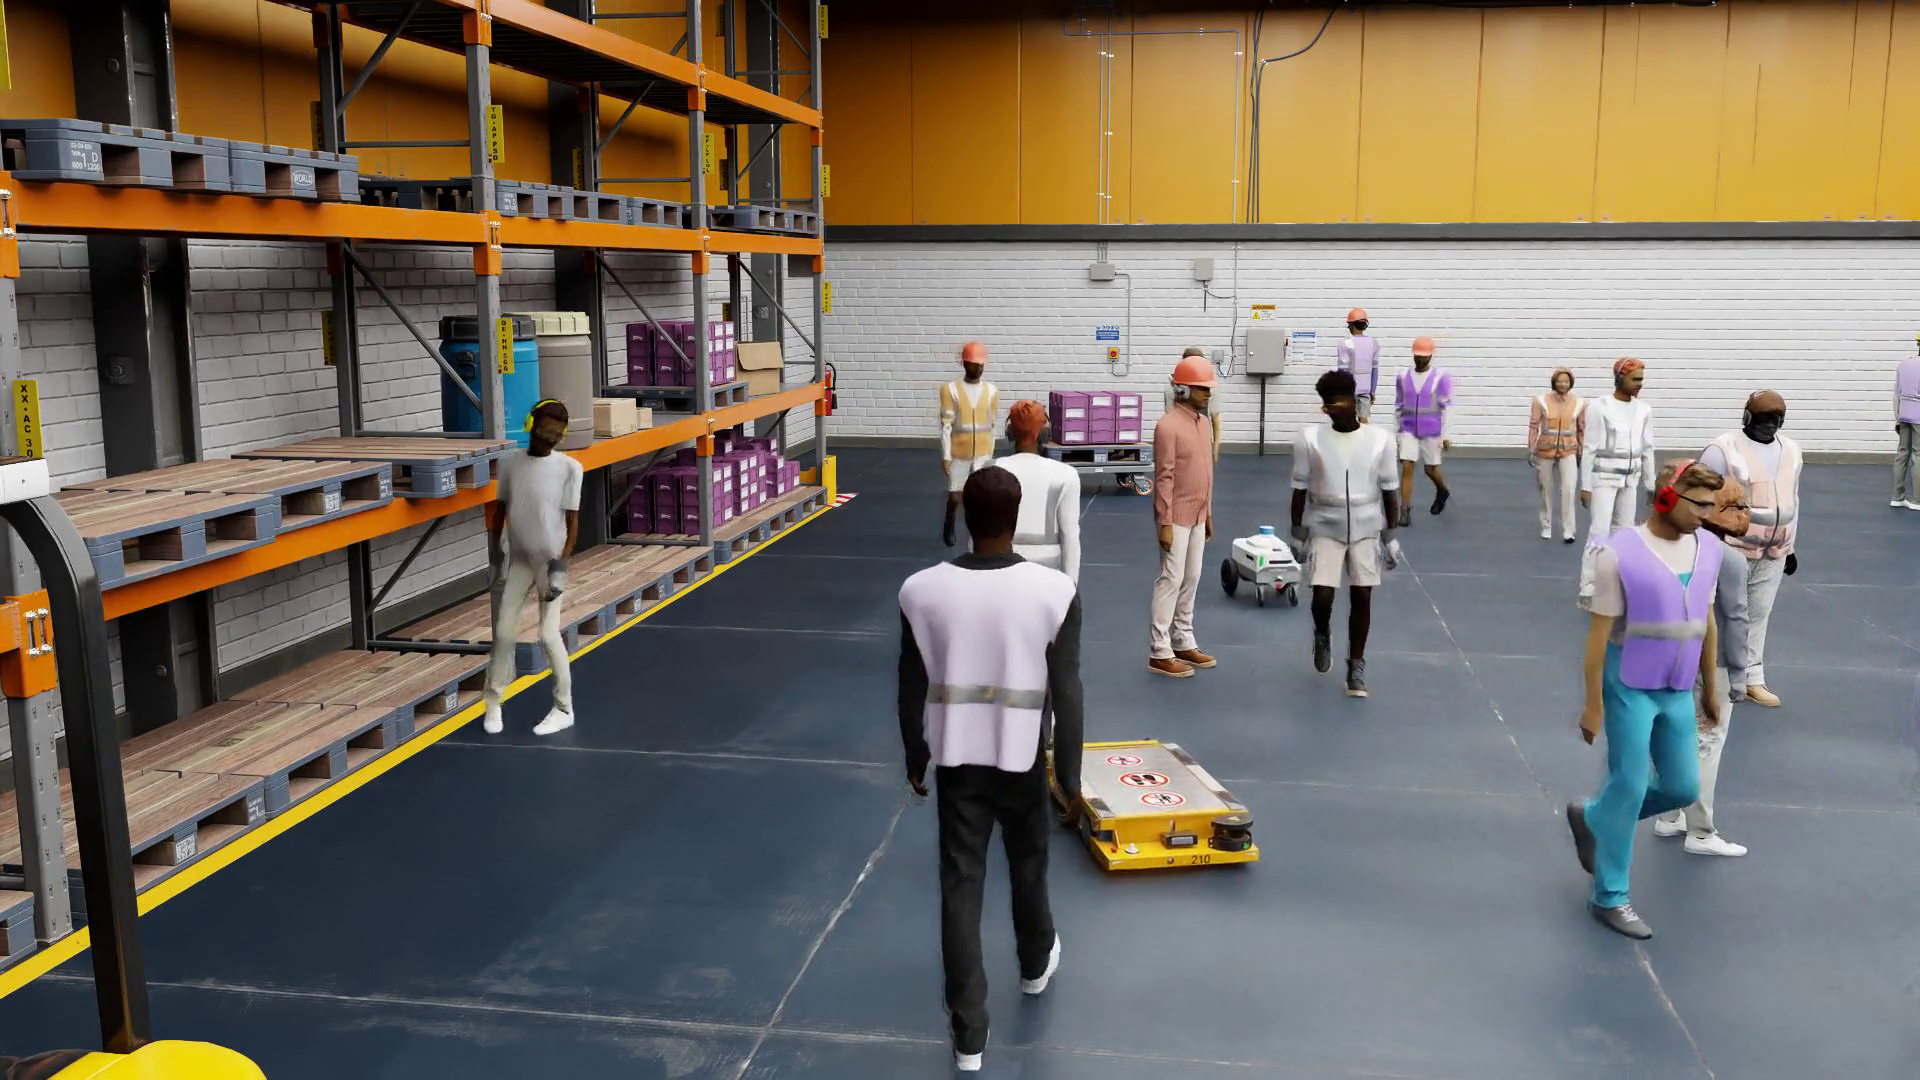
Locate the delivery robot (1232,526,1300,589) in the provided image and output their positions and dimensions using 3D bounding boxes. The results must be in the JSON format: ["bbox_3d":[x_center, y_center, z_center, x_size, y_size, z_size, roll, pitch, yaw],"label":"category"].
[{"bbox_3d":[2.331,0.137,12.684,0.477,0.478,0.707,-1,9,-8],"label":"delivery robot"}]

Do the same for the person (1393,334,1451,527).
[{"bbox_3d":[4.604,-1.102,16.514,0.586,1.901,0.831,6,11,32],"label":"person"}]

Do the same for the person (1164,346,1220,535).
[{"bbox_3d":[2.084,-0.842,15.075,0.518,1.830,0.443,2,9,14],"label":"person"}]

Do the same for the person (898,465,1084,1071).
[{"bbox_3d":[0.114,0.691,5.485,0.621,1.874,0.954,1,9,8],"label":"person"}]

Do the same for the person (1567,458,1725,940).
[{"bbox_3d":[2.601,0.572,6.402,0.641,1.815,0.570,-4,10,-24],"label":"person"}]

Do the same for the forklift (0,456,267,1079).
[{"bbox_3d":[-2.328,0.975,2.765,2.313,2.155,1.214,1,9,9],"label":"forklift"}]

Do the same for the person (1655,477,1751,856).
[{"bbox_3d":[3.232,0.536,7.194,0.275,1.632,0.507,-1,9,-7],"label":"person"}]

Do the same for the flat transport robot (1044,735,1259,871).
[{"bbox_3d":[0.803,1.156,7.559,0.652,0.197,1.431,-2,9,-10],"label":"flat transport robot"}]

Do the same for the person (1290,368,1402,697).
[{"bbox_3d":[2.280,-0.052,9.865,0.641,1.941,0.486,1,9,6],"label":"person"}]

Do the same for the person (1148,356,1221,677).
[{"bbox_3d":[1.412,-0.149,10.346,0.408,1.986,0.617,6,11,34],"label":"person"}]

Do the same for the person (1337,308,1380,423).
[{"bbox_3d":[4.937,-1.877,20.816,0.616,2.041,0.377,-4,10,-23],"label":"person"}]

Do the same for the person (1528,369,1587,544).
[{"bbox_3d":[5.498,-0.764,15.315,0.521,1.604,0.819,3,10,15],"label":"person"}]

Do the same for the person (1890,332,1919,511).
[{"bbox_3d":[10.053,-1.265,17.435,0.392,1.916,0.588,-2,9,-11],"label":"person"}]

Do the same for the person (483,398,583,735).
[{"bbox_3d":[-2.323,0.150,9.020,0.582,1.822,0.373,2,9,11],"label":"person"}]

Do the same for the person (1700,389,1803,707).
[{"bbox_3d":[4.539,0.055,9.545,0.624,1.837,0.430,-2,9,-12],"label":"person"}]

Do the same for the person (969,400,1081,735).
[{"bbox_3d":[0.339,0.199,8.606,0.580,1.856,0.836,1,9,7],"label":"person"}]

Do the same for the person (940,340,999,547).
[{"bbox_3d":[0.064,-0.778,14.443,0.544,1.920,0.781,-2,9,-13],"label":"person"}]

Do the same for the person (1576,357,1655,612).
[{"bbox_3d":[4.844,-0.409,12.265,0.601,1.878,0.381,-4,10,-21],"label":"person"}]
